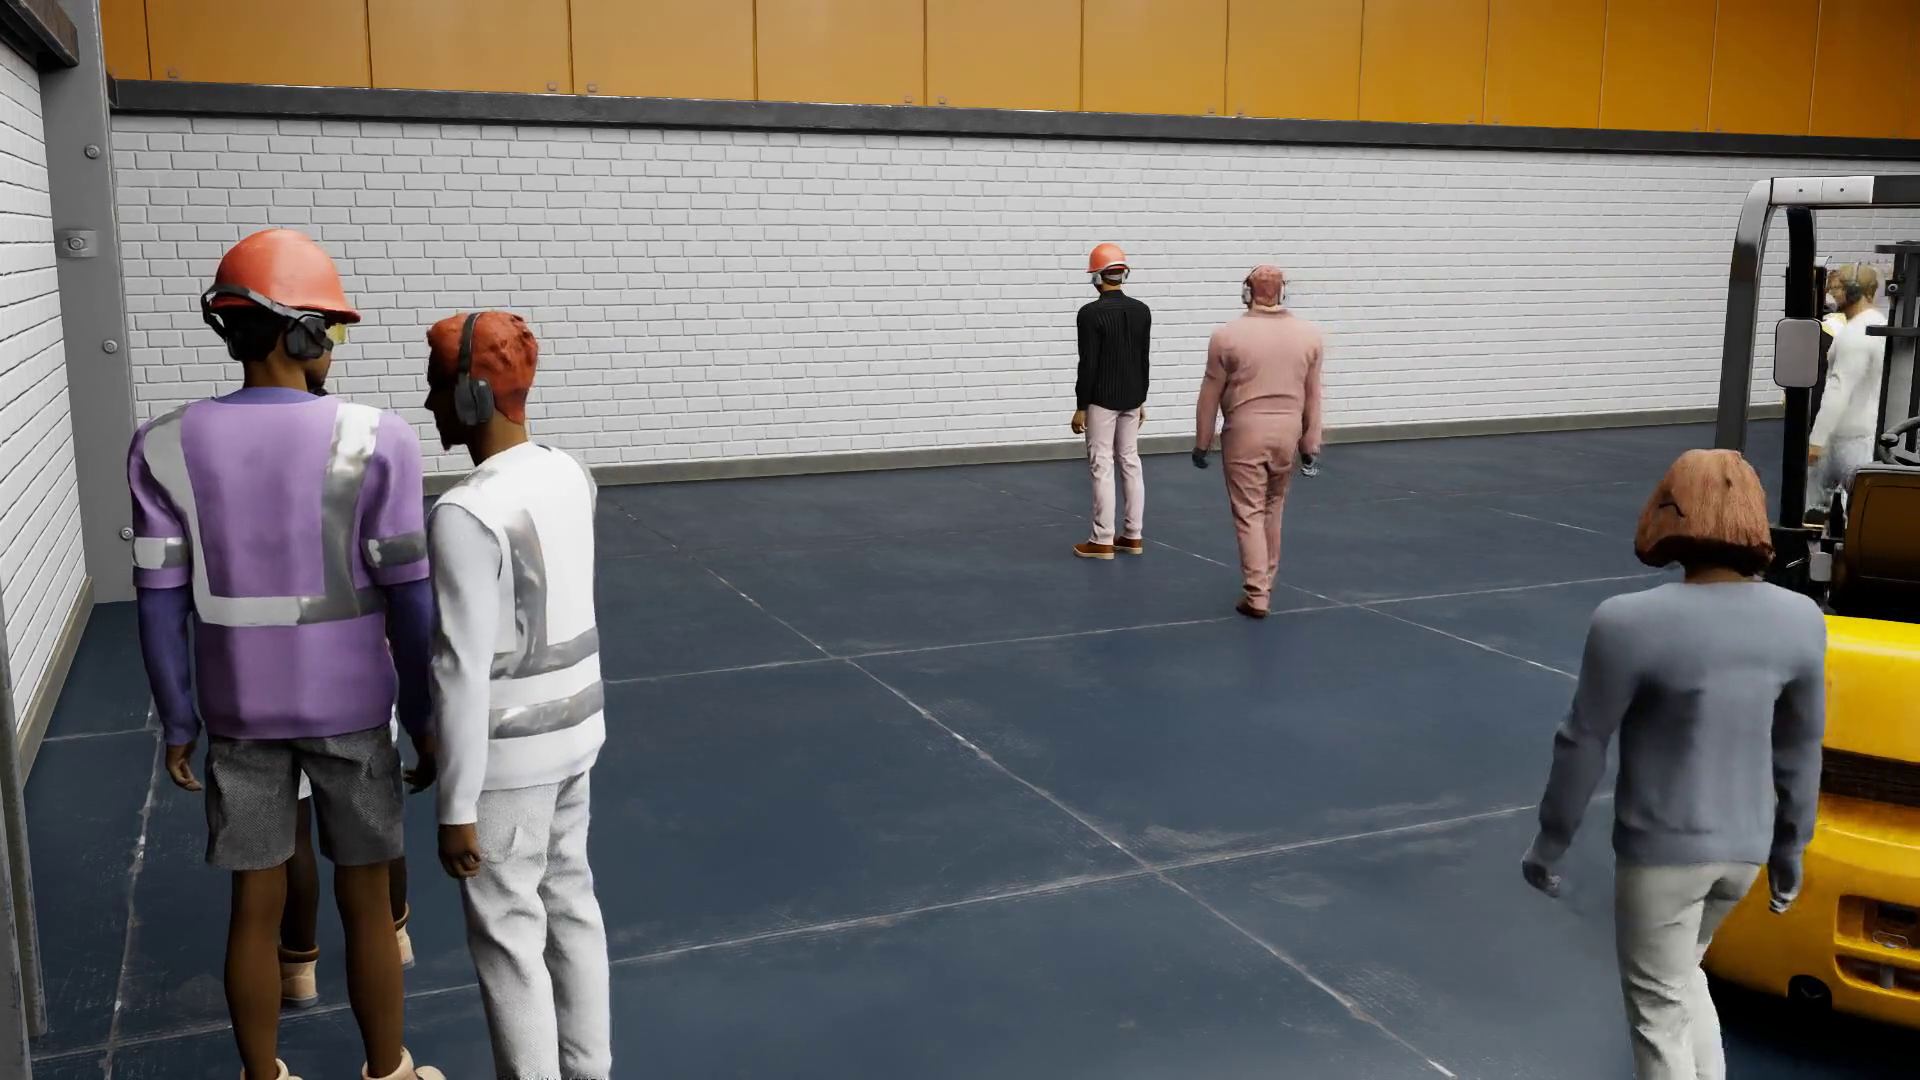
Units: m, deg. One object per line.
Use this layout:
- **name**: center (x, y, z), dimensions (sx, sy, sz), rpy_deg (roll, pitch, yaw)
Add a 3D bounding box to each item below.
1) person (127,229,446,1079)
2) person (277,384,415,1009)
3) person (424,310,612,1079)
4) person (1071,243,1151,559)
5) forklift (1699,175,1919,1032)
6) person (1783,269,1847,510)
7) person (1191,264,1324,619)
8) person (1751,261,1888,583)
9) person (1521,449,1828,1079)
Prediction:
- **person**: center (-1.441, 0.357, 3.641), dimensions (0.611, 2.038, 0.396), rpy_deg (-1, 10, -3)
- **person**: center (-1.729, 0.387, 4.443), dimensions (0.321, 1.691, 0.532), rpy_deg (9, 13, 39)
- **person**: center (-0.936, 0.458, 3.523), dimensions (0.351, 1.878, 0.582), rpy_deg (2, 10, 11)
- **person**: center (0.946, -0.877, 10.569), dimensions (0.619, 1.990, 0.395), rpy_deg (-8, 13, -39)
- **forklift**: center (2.810, 0.094, 4.662), dimensions (1.214, 2.155, 2.313), rpy_deg (7, 12, 34)
- **person**: center (5.157, -0.691, 9.966), dimensions (0.621, 1.843, 0.429), rpy_deg (-8, 13, -39)
- **person**: center (1.576, -0.546, 9.068), dimensions (0.648, 1.882, 0.791), rpy_deg (-3, 11, -16)
- **person**: center (4.848, -0.590, 9.263), dimensions (1.000, 1.885, 0.658), rpy_deg (7, 12, 33)
- **person**: center (1.434, 0.626, 3.332), dimensions (0.518, 1.612, 0.408), rpy_deg (-3, 11, -17)
